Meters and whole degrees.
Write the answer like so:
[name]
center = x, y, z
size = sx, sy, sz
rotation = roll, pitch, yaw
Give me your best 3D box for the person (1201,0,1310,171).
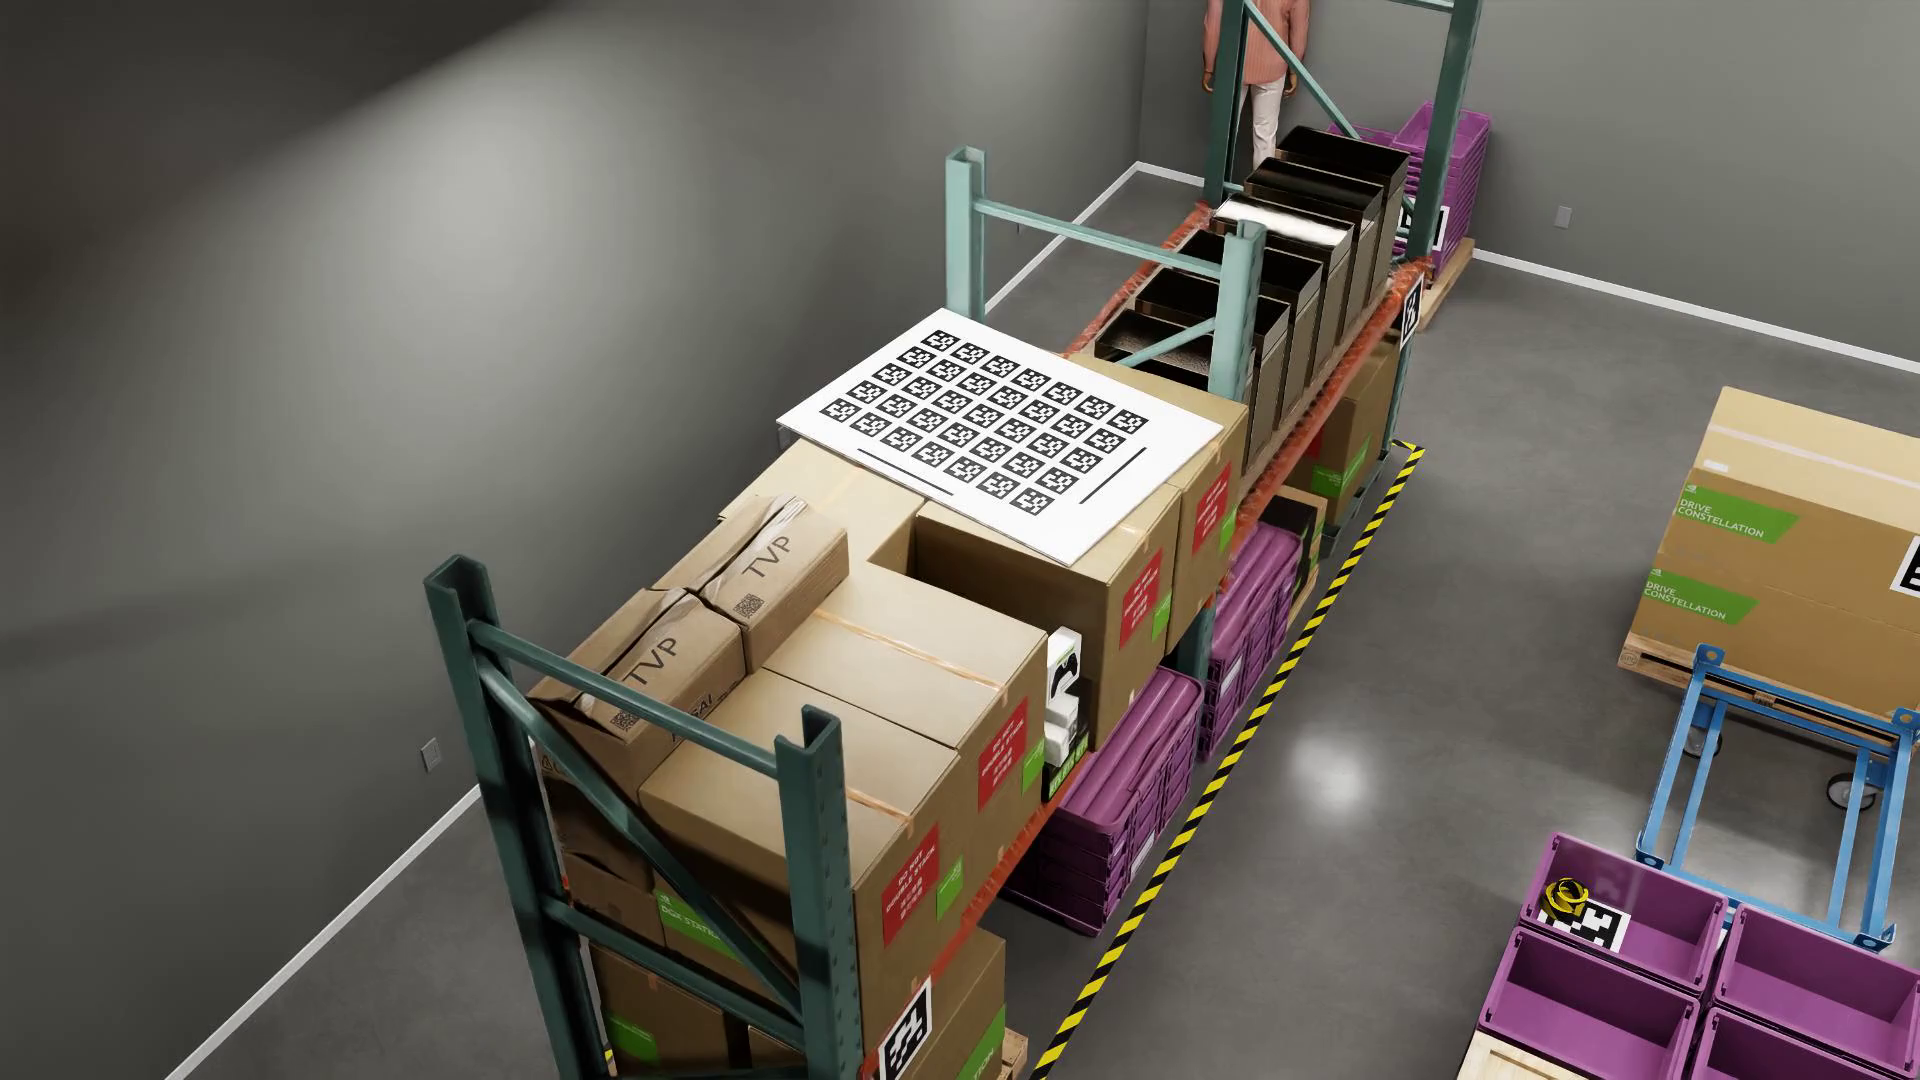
[person]
center = 1.739, -2.828, 9.924
size = 0.612, 1.995, 0.376
rotation = 4, 40, 4
